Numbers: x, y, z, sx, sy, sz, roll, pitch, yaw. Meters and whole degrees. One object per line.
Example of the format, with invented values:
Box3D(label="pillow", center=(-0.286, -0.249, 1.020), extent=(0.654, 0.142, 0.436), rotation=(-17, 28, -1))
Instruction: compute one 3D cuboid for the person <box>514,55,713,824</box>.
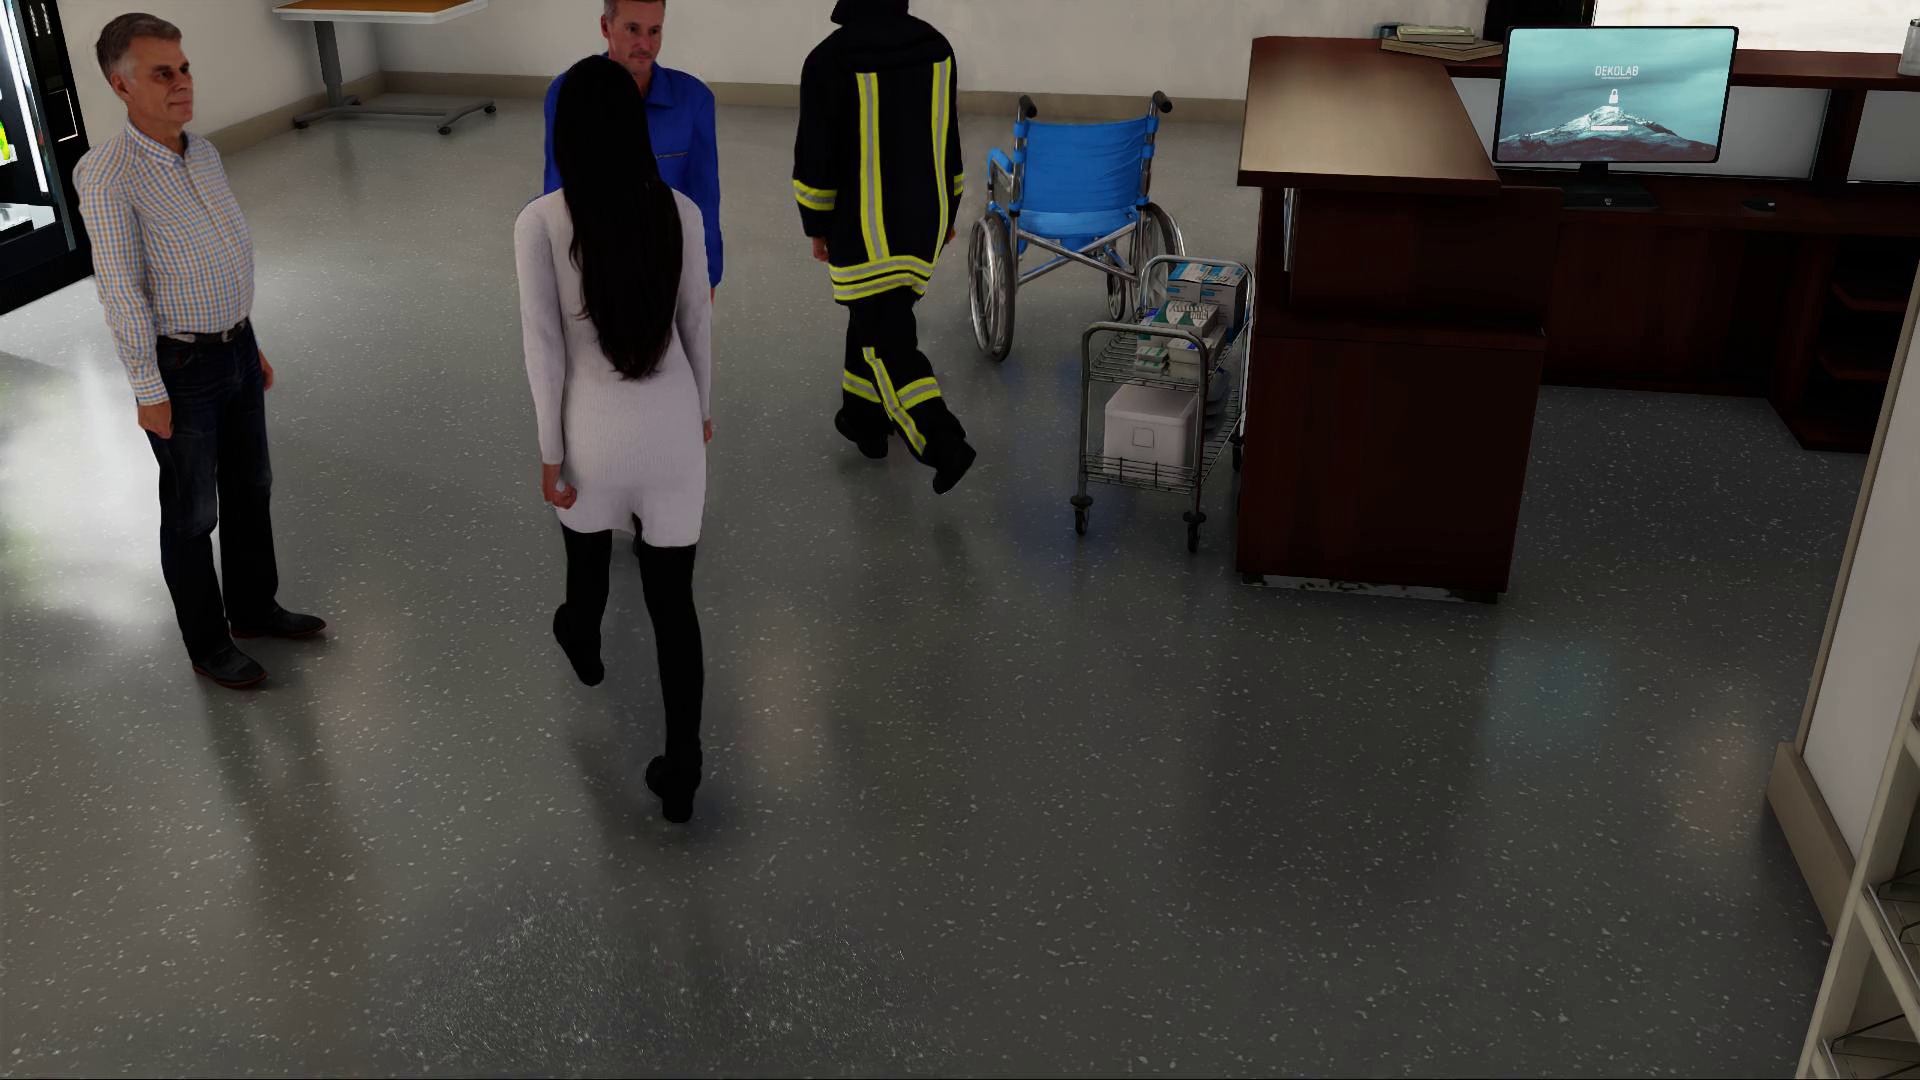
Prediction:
Box3D(label="person", center=(-0.750, -0.155, 3.875), extent=(1.046, 1.757, 1.233), rotation=(-11, 28, -22))

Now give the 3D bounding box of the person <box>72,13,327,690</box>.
Box3D(label="person", center=(-2.074, -0.497, 4.515), extent=(0.730, 1.817, 0.511), rotation=(7, 27, 14))

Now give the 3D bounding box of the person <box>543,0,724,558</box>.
Box3D(label="person", center=(-1.035, -0.851, 5.265), extent=(0.903, 1.803, 0.991), rotation=(-4, 26, -8))

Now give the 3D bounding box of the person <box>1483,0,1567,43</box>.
Box3D(label="person", center=(2.672, -2.281, 8.268), extent=(1.041, 1.771, 1.191), rotation=(-6, 26, -12))

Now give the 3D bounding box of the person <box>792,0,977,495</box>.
Box3D(label="person", center=(-0.206, -1.044, 5.567), extent=(1.267, 1.889, 1.312), rotation=(-18, 31, -33))
